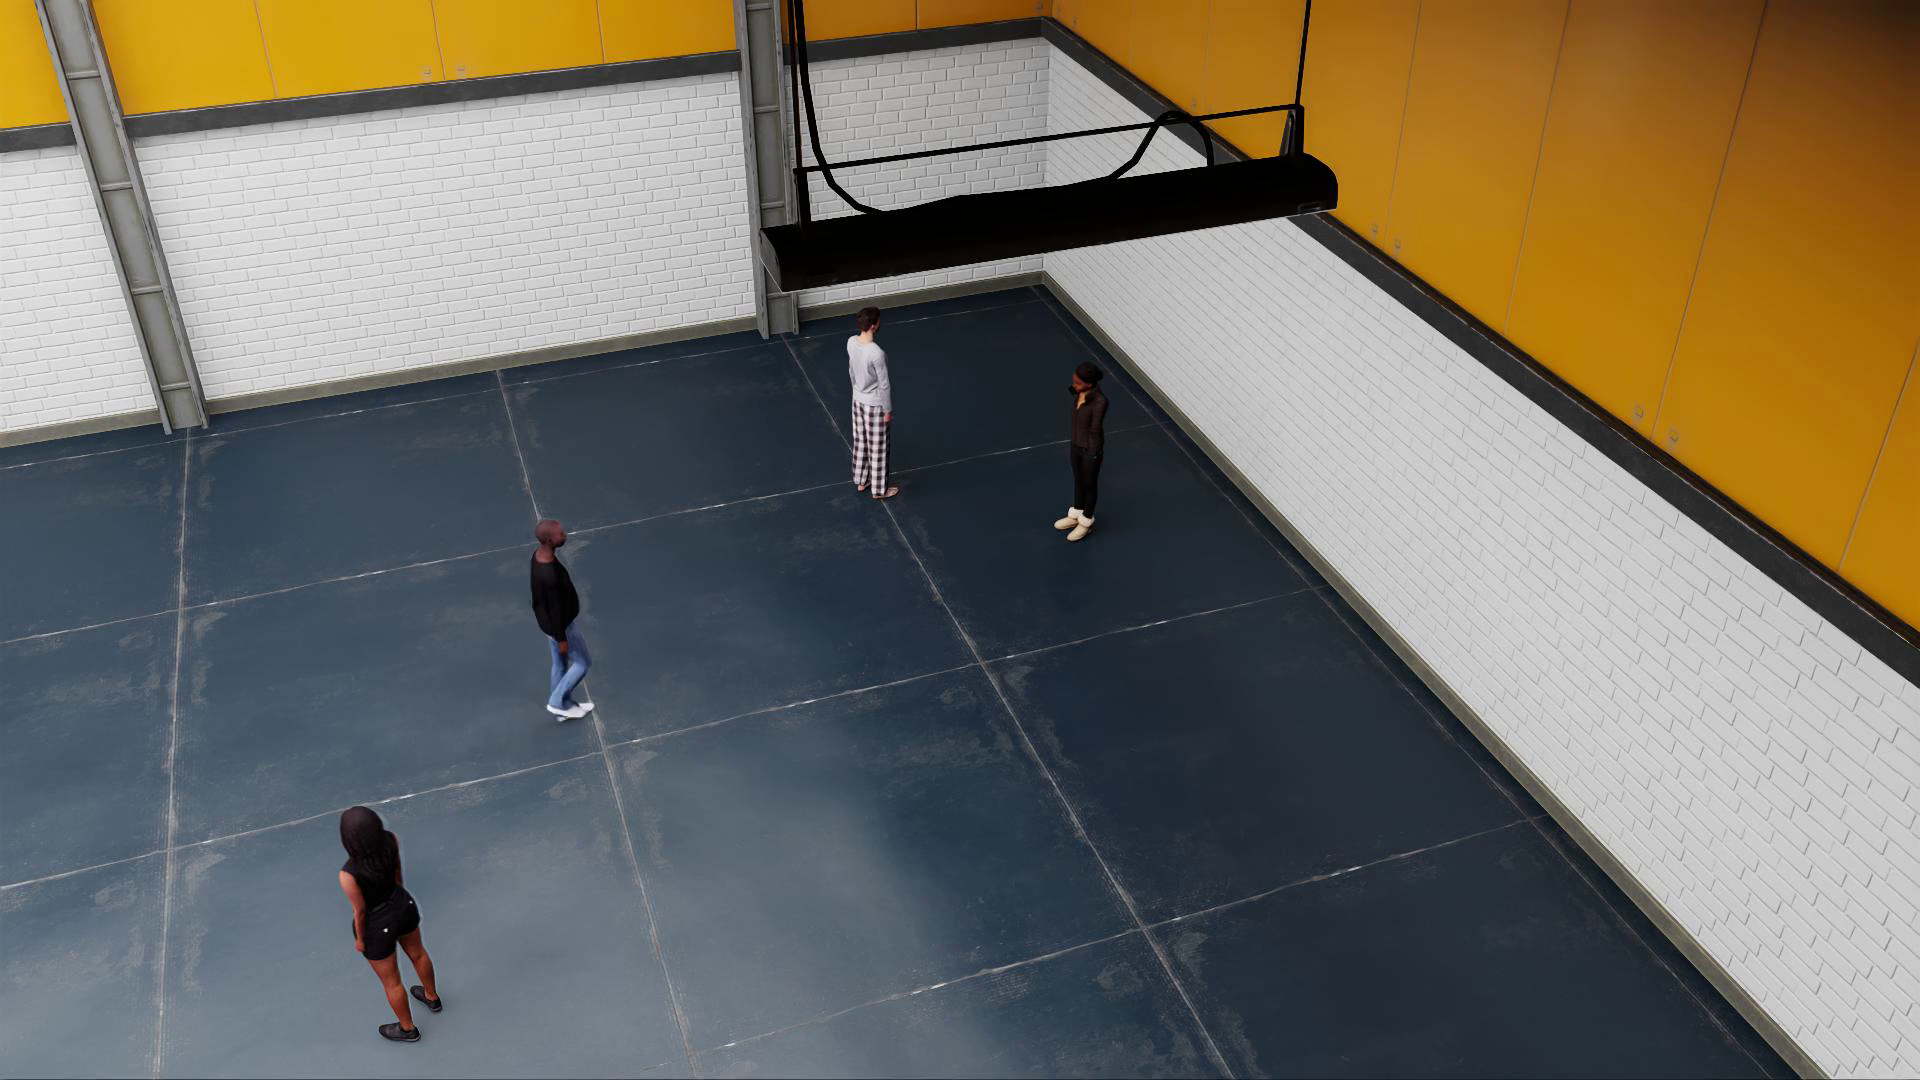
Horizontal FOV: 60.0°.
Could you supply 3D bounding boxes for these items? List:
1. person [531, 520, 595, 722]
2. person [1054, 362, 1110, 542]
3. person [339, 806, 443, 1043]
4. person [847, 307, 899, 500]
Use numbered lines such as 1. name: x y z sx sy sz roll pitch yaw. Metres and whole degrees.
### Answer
1. person: -3.015 0.632 12.151 0.619 1.739 0.636 -15 36 -21
2. person: 1.107 -0.804 14.382 0.670 1.661 0.618 -17 37 -23
3. person: -3.365 2.233 9.742 0.710 1.740 0.667 12 35 17
4. person: -0.800 -1.227 14.850 0.673 1.847 0.696 -28 42 -35
